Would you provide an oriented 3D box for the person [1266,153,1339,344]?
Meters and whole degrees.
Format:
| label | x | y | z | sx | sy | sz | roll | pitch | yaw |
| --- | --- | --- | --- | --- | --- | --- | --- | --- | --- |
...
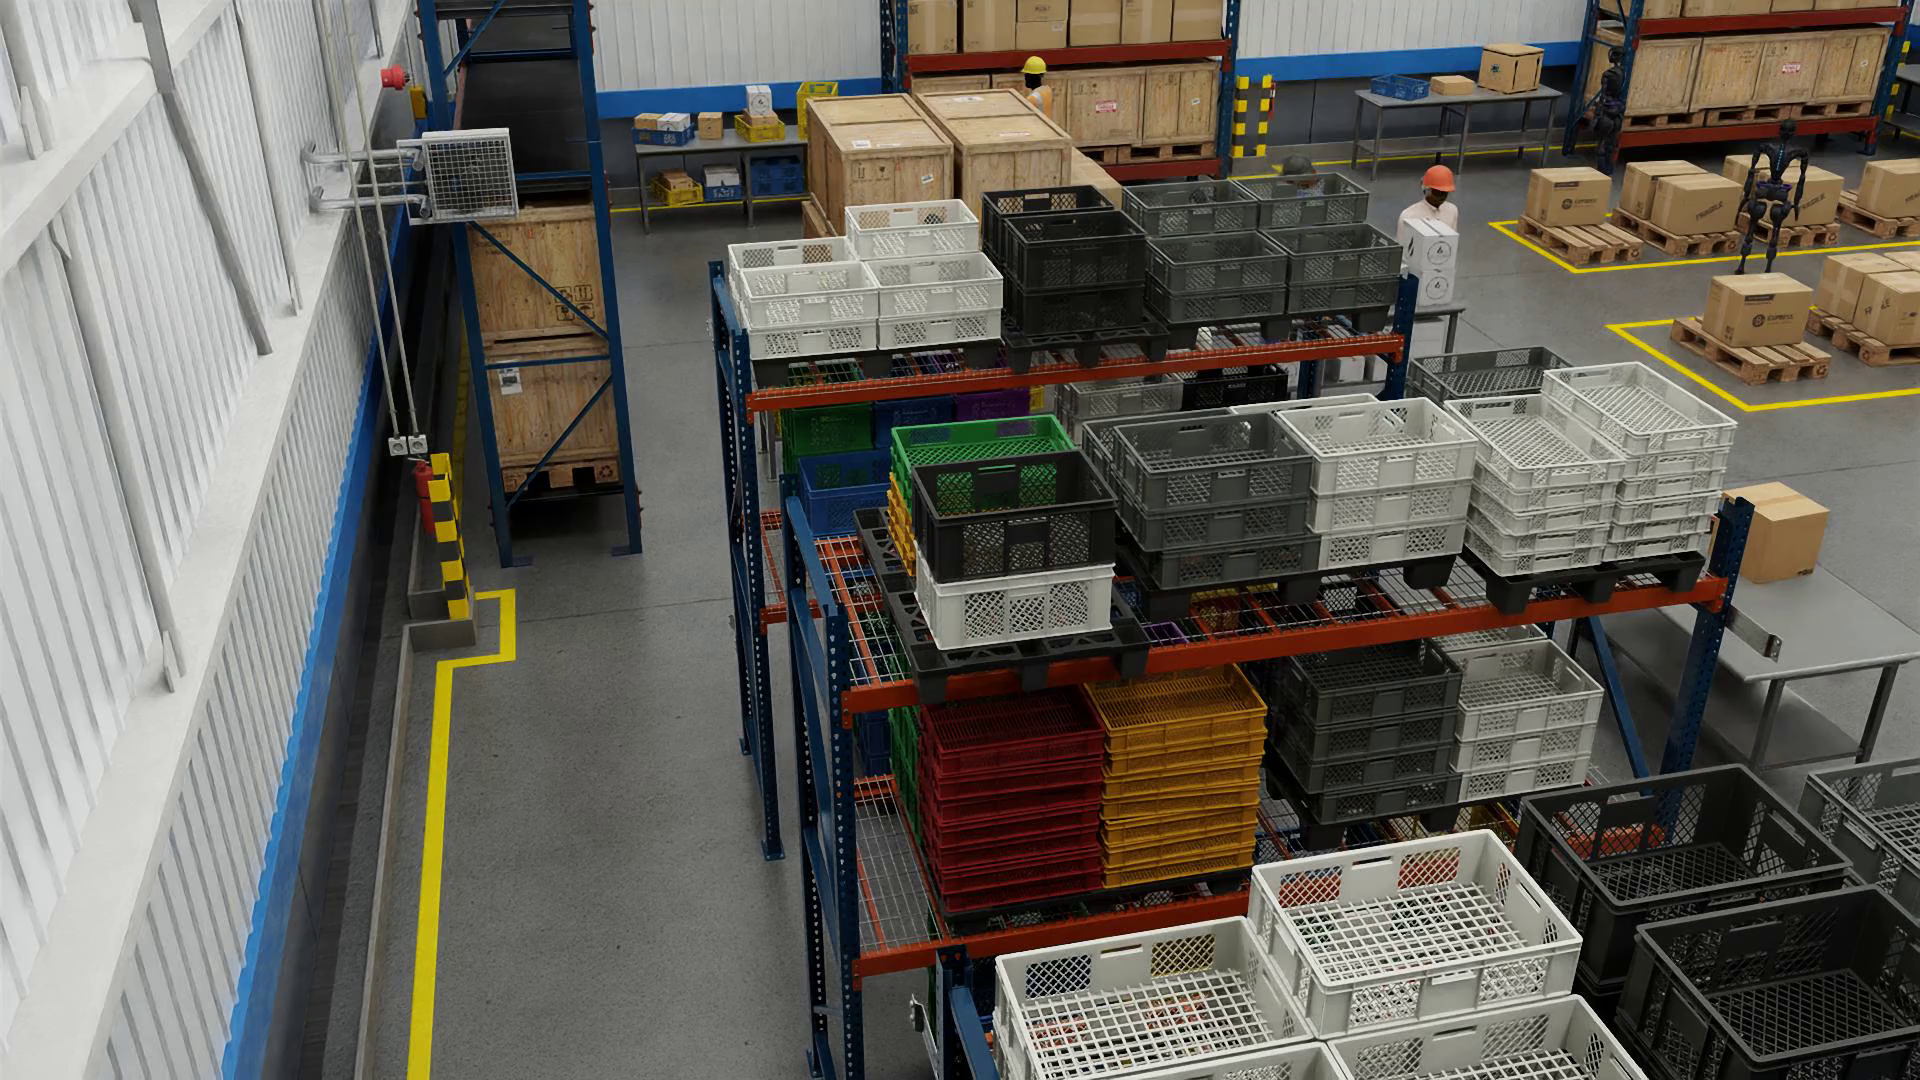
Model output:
| label | x | y | z | sx | sy | sz | roll | pitch | yaw |
| --- | --- | --- | --- | --- | --- | --- | --- | --- | --- |
| person | 3.039 | -2.478 | 14.850 | 0.714 | 2.000 | 0.550 | -20 | 34 | -33 |

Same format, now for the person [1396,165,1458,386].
| label | x | y | z | sx | sy | sz | roll | pitch | yaw |
| --- | --- | --- | --- | --- | --- | --- | --- | --- | --- |
| person | 4.056 | -2.307 | 14.583 | 0.612 | 1.987 | 0.399 | -11 | 30 | -20 |

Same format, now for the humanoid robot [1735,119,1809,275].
| label | x | y | z | sx | sy | sz | roll | pitch | yaw |
| --- | --- | --- | --- | --- | --- | --- | --- | --- | --- |
| humanoid robot | 8.403 | -3.528 | 17.225 | 0.580 | 1.651 | 0.308 | 14 | 31 | 25 |

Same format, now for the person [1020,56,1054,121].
| label | x | y | z | sx | sy | sz | roll | pitch | yaw |
| --- | --- | --- | --- | --- | --- | --- | --- | --- | --- |
| person | 0.841 | -4.462 | 18.734 | 0.365 | 1.928 | 0.584 | 11 | 30 | 20 |

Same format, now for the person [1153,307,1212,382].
| label | x | y | z | sx | sy | sz | roll | pitch | yaw |
| --- | --- | --- | --- | --- | --- | --- | --- | --- | --- |
| person | 1.650 | -1.138 | 12.598 | 0.311 | 1.768 | 0.524 | -22 | 35 | -36 |

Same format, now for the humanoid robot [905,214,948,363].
| label | x | y | z | sx | sy | sz | roll | pitch | yaw |
| --- | --- | --- | --- | --- | --- | --- | --- | --- | --- |
| humanoid robot | -0.222 | -1.988 | 14.290 | 0.590 | 1.660 | 0.327 | -11 | 30 | -20 |

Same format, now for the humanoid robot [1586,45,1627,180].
| label | x | y | z | sx | sy | sz | roll | pitch | yaw |
| --- | --- | --- | --- | --- | --- | --- | --- | --- | --- |
| humanoid robot | 7.958 | -5.223 | 20.430 | 0.603 | 1.657 | 0.318 | -24 | 36 | -38 |

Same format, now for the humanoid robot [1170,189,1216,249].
| label | x | y | z | sx | sy | sz | roll | pitch | yaw |
| --- | --- | --- | --- | --- | --- | --- | --- | --- | --- |
| humanoid robot | 2.089 | -2.346 | 14.971 | 0.599 | 1.657 | 0.315 | -9 | 29 | -16 |
